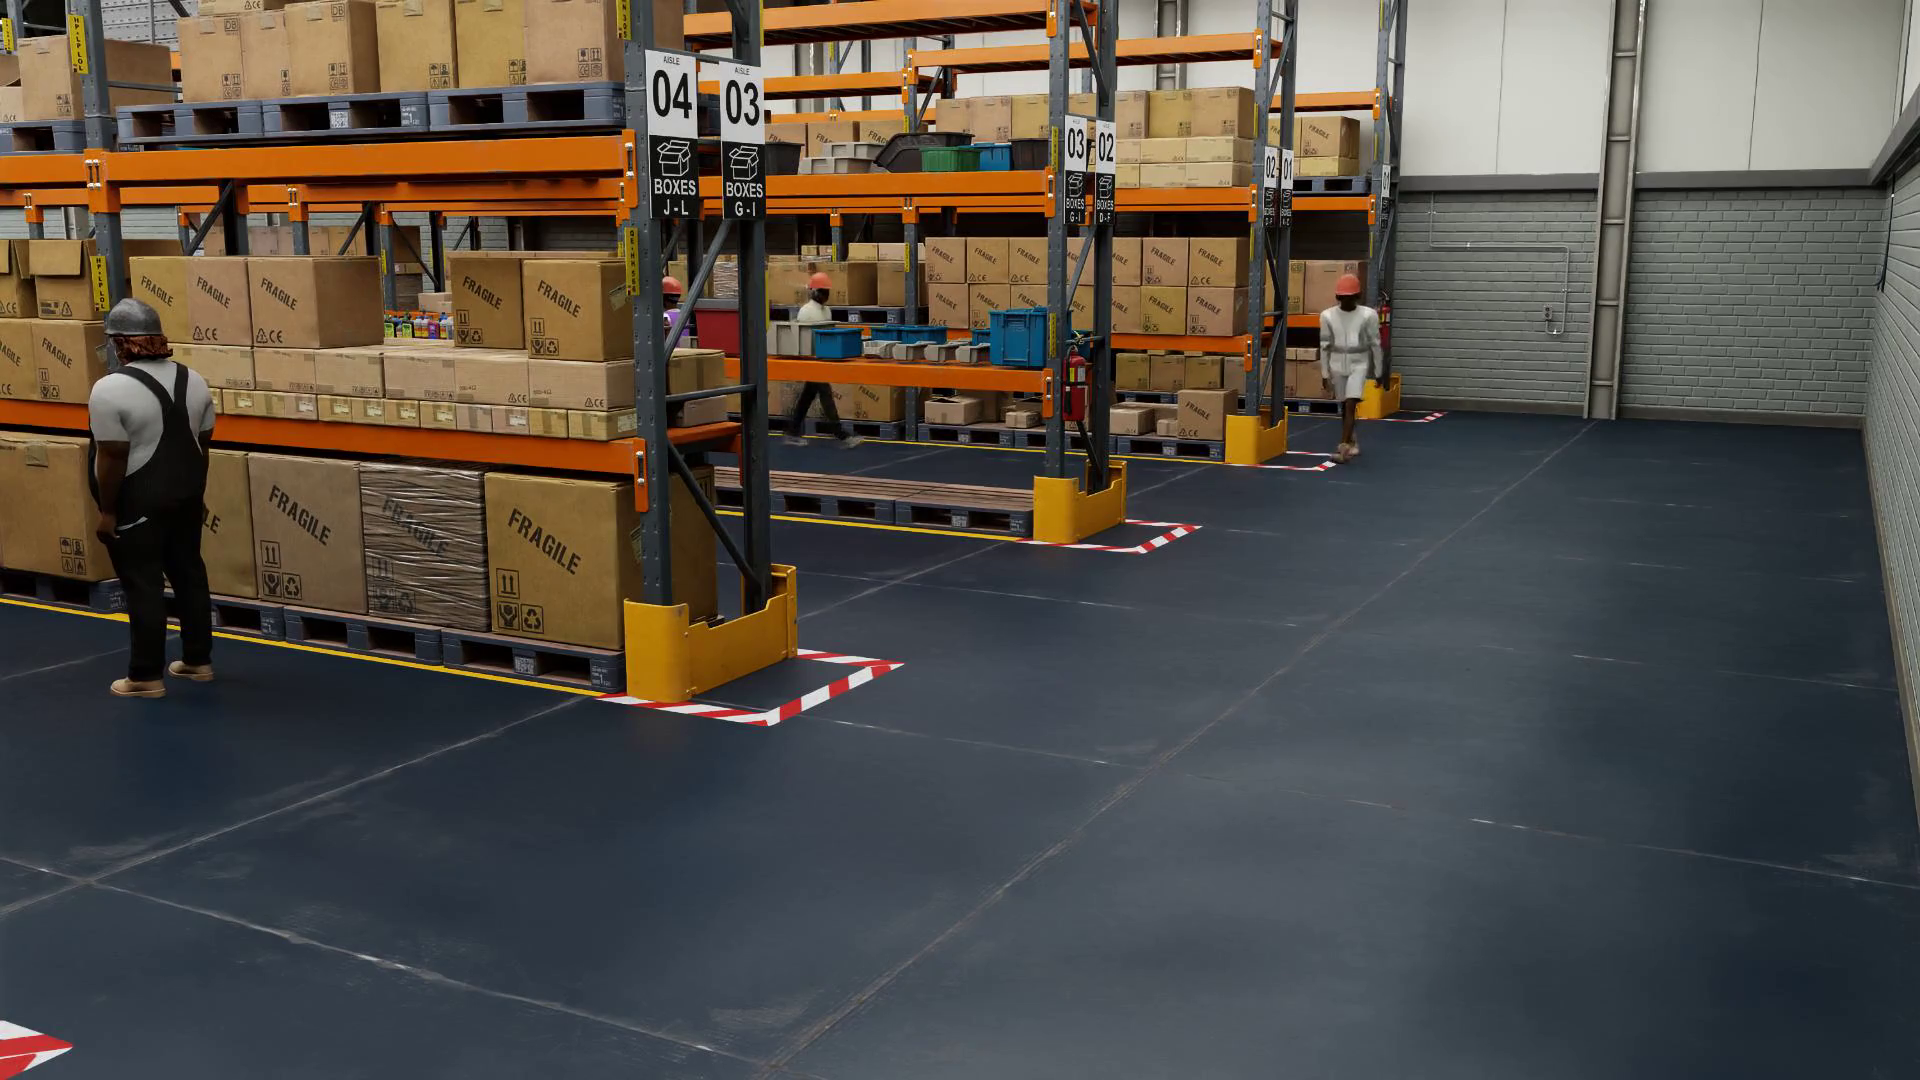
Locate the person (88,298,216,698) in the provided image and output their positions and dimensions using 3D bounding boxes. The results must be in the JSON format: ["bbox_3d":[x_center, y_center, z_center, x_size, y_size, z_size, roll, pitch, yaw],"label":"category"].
[{"bbox_3d":[-4.193,-0.222,8.552,0.539,2.000,0.689,4,11,21],"label":"person"}]

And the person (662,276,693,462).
[{"bbox_3d":[-2.883,-1.665,16.705,0.360,1.939,0.543,8,13,36],"label":"person"}]

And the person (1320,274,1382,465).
[{"bbox_3d":[4.081,-1.788,17.370,0.613,1.971,1.094,5,12,27],"label":"person"}]

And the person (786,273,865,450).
[{"bbox_3d":[-1.537,-1.973,18.377,1.017,1.939,0.641,4,11,21],"label":"person"}]
